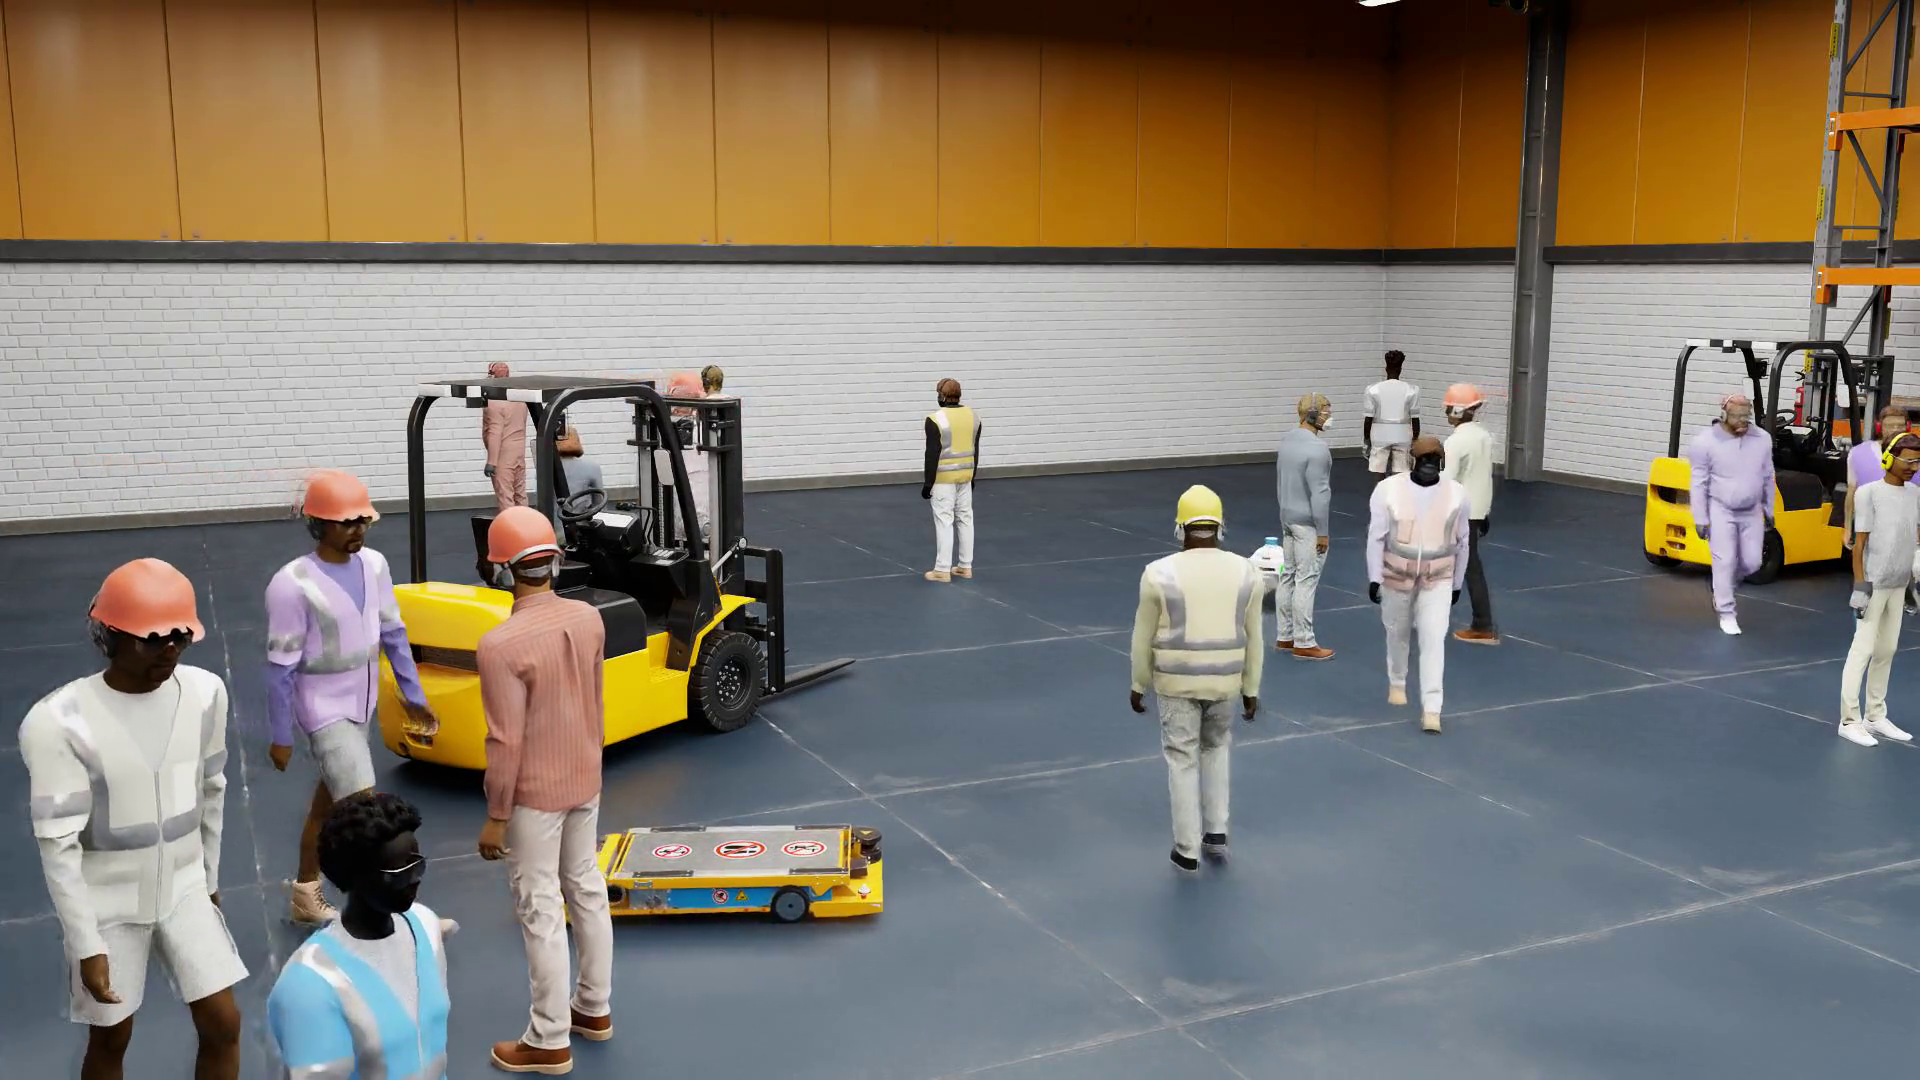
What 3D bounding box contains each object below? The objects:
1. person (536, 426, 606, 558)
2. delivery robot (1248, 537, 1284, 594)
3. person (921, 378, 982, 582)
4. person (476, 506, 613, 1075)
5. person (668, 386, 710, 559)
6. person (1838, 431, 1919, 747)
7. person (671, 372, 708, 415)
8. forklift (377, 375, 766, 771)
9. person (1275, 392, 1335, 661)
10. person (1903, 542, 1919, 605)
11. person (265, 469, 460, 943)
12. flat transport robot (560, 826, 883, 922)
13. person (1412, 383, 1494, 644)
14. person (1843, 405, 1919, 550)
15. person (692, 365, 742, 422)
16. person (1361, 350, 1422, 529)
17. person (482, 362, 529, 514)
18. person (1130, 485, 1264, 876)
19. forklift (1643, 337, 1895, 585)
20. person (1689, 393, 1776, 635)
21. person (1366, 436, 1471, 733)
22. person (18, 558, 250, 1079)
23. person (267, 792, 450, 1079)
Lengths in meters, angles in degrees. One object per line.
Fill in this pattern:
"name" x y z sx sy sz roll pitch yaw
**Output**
"person" -3.033 -0.090 13.039 0.519 1.594 0.843 -1 9 -8
"delivery robot" 2.614 0.222 13.989 0.477 0.478 0.707 3 9 19
"person" -0.101 -0.544 15.077 0.621 1.845 0.429 -8 12 -41
"person" -1.470 0.871 5.833 0.392 1.991 0.612 4 10 24
"person" -2.321 -0.319 13.579 0.923 1.865 0.682 9 13 44
"person" 5.498 0.287 9.870 0.508 1.861 0.329 -4 10 -23
"person" -2.246 -0.429 14.014 0.983 1.940 0.629 5 10 27
"forklift" -2.268 0.149 9.685 1.214 2.155 2.313 6 11 32
"person" 2.498 -0.101 12.033 0.354 1.936 0.635 -2 9 -14
"person" 8.195 -0.268 13.569 0.998 1.790 0.633 4 10 22
"person" -2.453 0.706 6.853 0.984 1.994 0.612 3 10 16
"flat transport robot" -1.061 1.474 7.413 1.431 0.197 0.652 0 9 -3
"person" 3.689 -0.213 12.664 0.962 1.950 0.647 7 12 38
"person" 6.953 -0.124 12.519 0.576 1.827 0.624 4 10 23
"person" -2.279 -0.657 15.480 0.368 1.940 0.632 5 11 30
"person" 4.648 -1.067 17.933 0.613 1.965 0.361 2 9 10
"person" -4.576 -0.831 16.674 0.405 1.903 0.636 2 9 15
"person" 1.084 0.645 7.801 0.596 1.815 0.543 -2 9 -11
"forklift" 7.551 -0.789 15.507 2.313 2.155 1.214 -4 10 -25
"person" 5.977 -0.217 12.952 0.695 1.874 0.585 0 9 -2
"person" 2.858 0.236 10.415 0.624 1.797 0.975 2 9 13
"person" -2.311 1.042 4.753 0.778 2.001 0.617 7 11 36
"person" -1.380 1.368 3.782 0.863 1.659 0.532 4 10 21
